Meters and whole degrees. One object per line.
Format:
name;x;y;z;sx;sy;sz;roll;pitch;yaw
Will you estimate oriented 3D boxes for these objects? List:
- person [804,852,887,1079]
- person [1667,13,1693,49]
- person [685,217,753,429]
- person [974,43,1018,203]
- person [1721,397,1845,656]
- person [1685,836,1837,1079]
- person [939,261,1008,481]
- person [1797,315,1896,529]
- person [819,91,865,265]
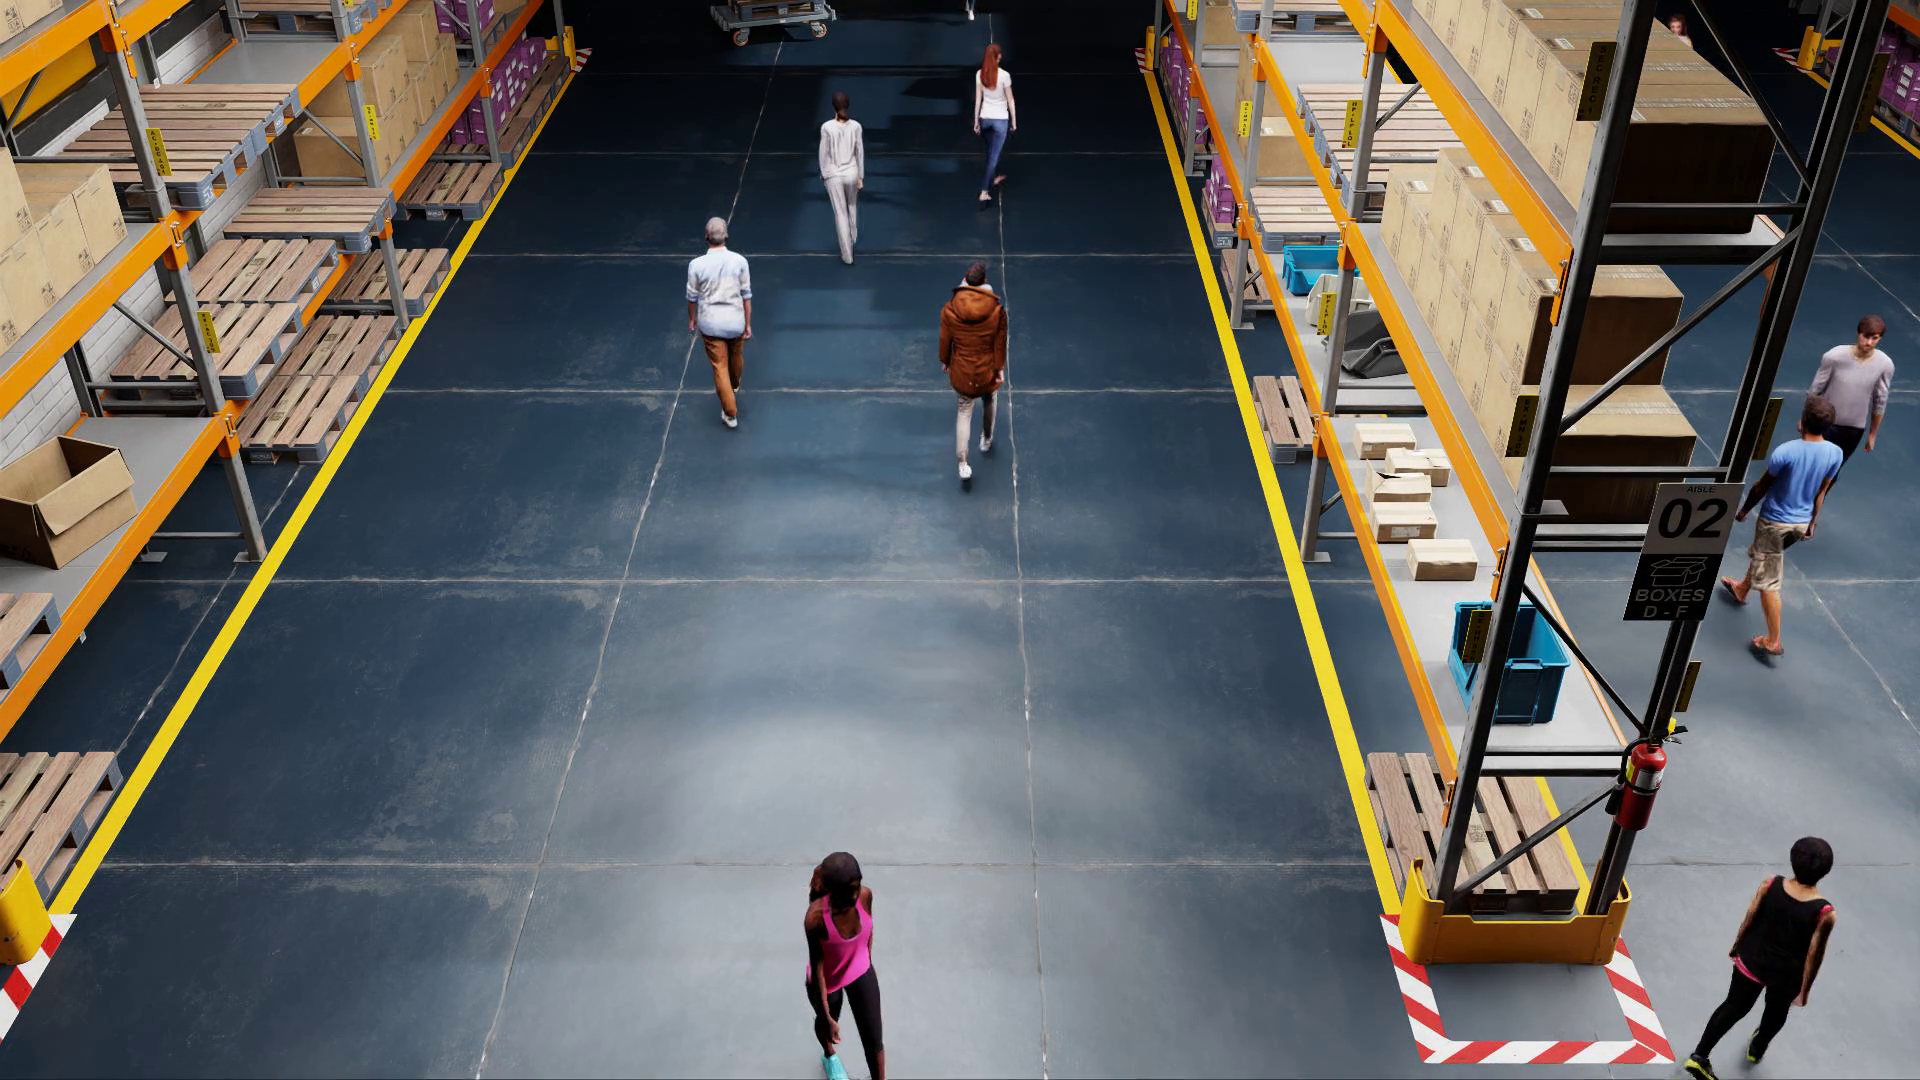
person;-0.642;2.132;8.305;0.811;1.698;0.991;-16;37;-22
person;8.274;-5.322;19.492;0.717;1.729;0.911;9;35;13
person;-2.009;-1.803;14.144;0.894;1.787;1.161;-9;35;-14
person;0.346;-4.566;18.388;0.887;1.692;1.228;12;35;17
person;5.728;-0.069;11.499;0.773;1.828;1.250;-5;34;-7
person;4.069;2.180;8.397;1.004;1.516;0.950;-25;41;-33
person;0.110;-1.331;13.420;0.765;1.803;1.136;3;34;4
person;6.747;-0.929;12.791;0.777;1.830;0.781;10;35;14
person;-1.186;-3.657;16.968;0.715;1.750;0.934;-8;34;-12
